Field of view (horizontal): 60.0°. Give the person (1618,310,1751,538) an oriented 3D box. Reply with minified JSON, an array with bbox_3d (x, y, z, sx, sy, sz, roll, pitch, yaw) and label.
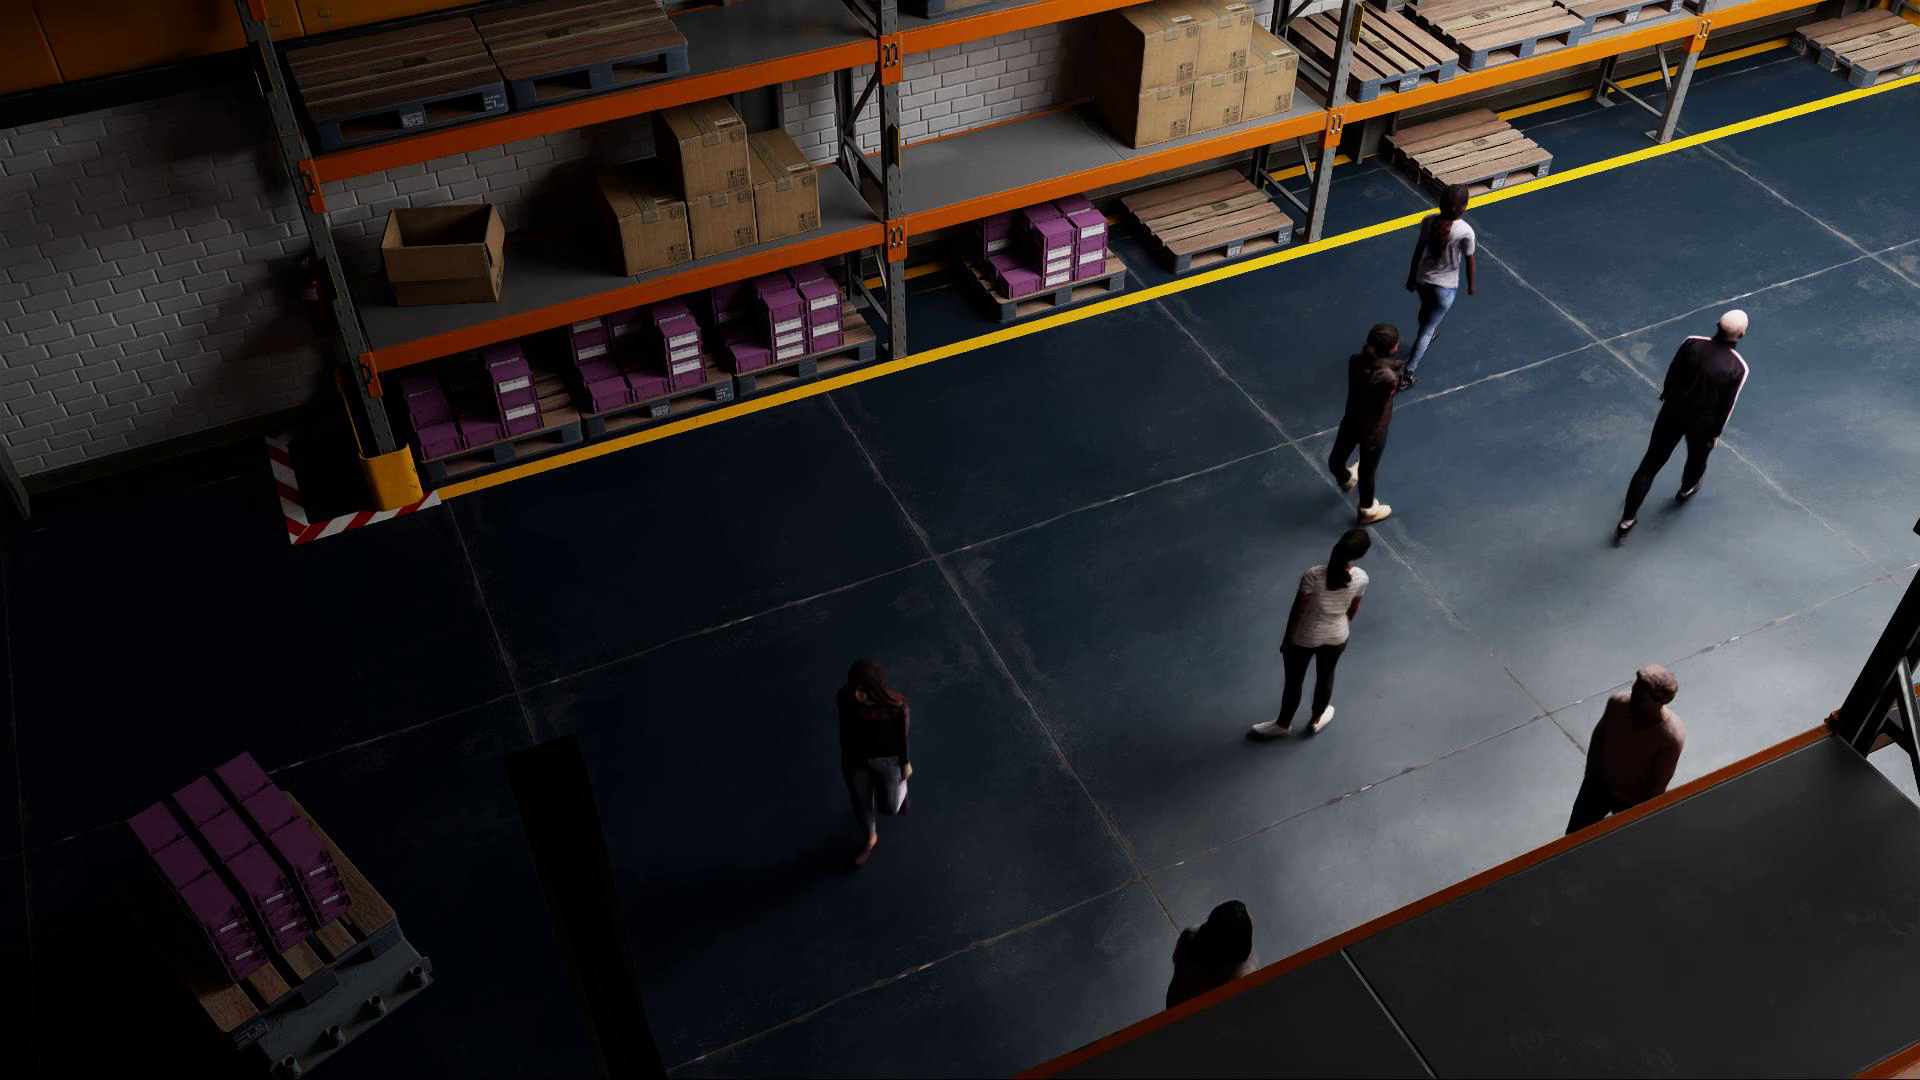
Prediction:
[{"bbox_3d":[4.953,-0.760,11.444,1.000,1.788,1.315,33,53,30],"label":"person"}]

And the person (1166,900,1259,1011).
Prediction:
[{"bbox_3d":[1.194,2.357,8.311,0.779,1.597,0.872,33,52,29],"label":"person"}]

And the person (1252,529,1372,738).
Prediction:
[{"bbox_3d":[2.143,0.609,10.129,0.573,1.620,0.839,-15,46,-15],"label":"person"}]

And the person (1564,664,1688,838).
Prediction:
[{"bbox_3d":[3.715,1.343,9.194,1.179,1.846,0.841,-27,50,-25],"label":"person"}]

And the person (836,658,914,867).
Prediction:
[{"bbox_3d":[-0.465,1.219,9.507,0.855,1.595,0.917,15,46,15],"label":"person"}]

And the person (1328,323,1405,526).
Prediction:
[{"bbox_3d":[2.926,-0.847,11.630,0.651,1.658,0.753,-18,47,-18],"label":"person"}]

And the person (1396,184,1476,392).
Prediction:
[{"bbox_3d":[3.592,-1.892,12.703,1.117,1.690,0.851,-34,53,-30],"label":"person"}]
